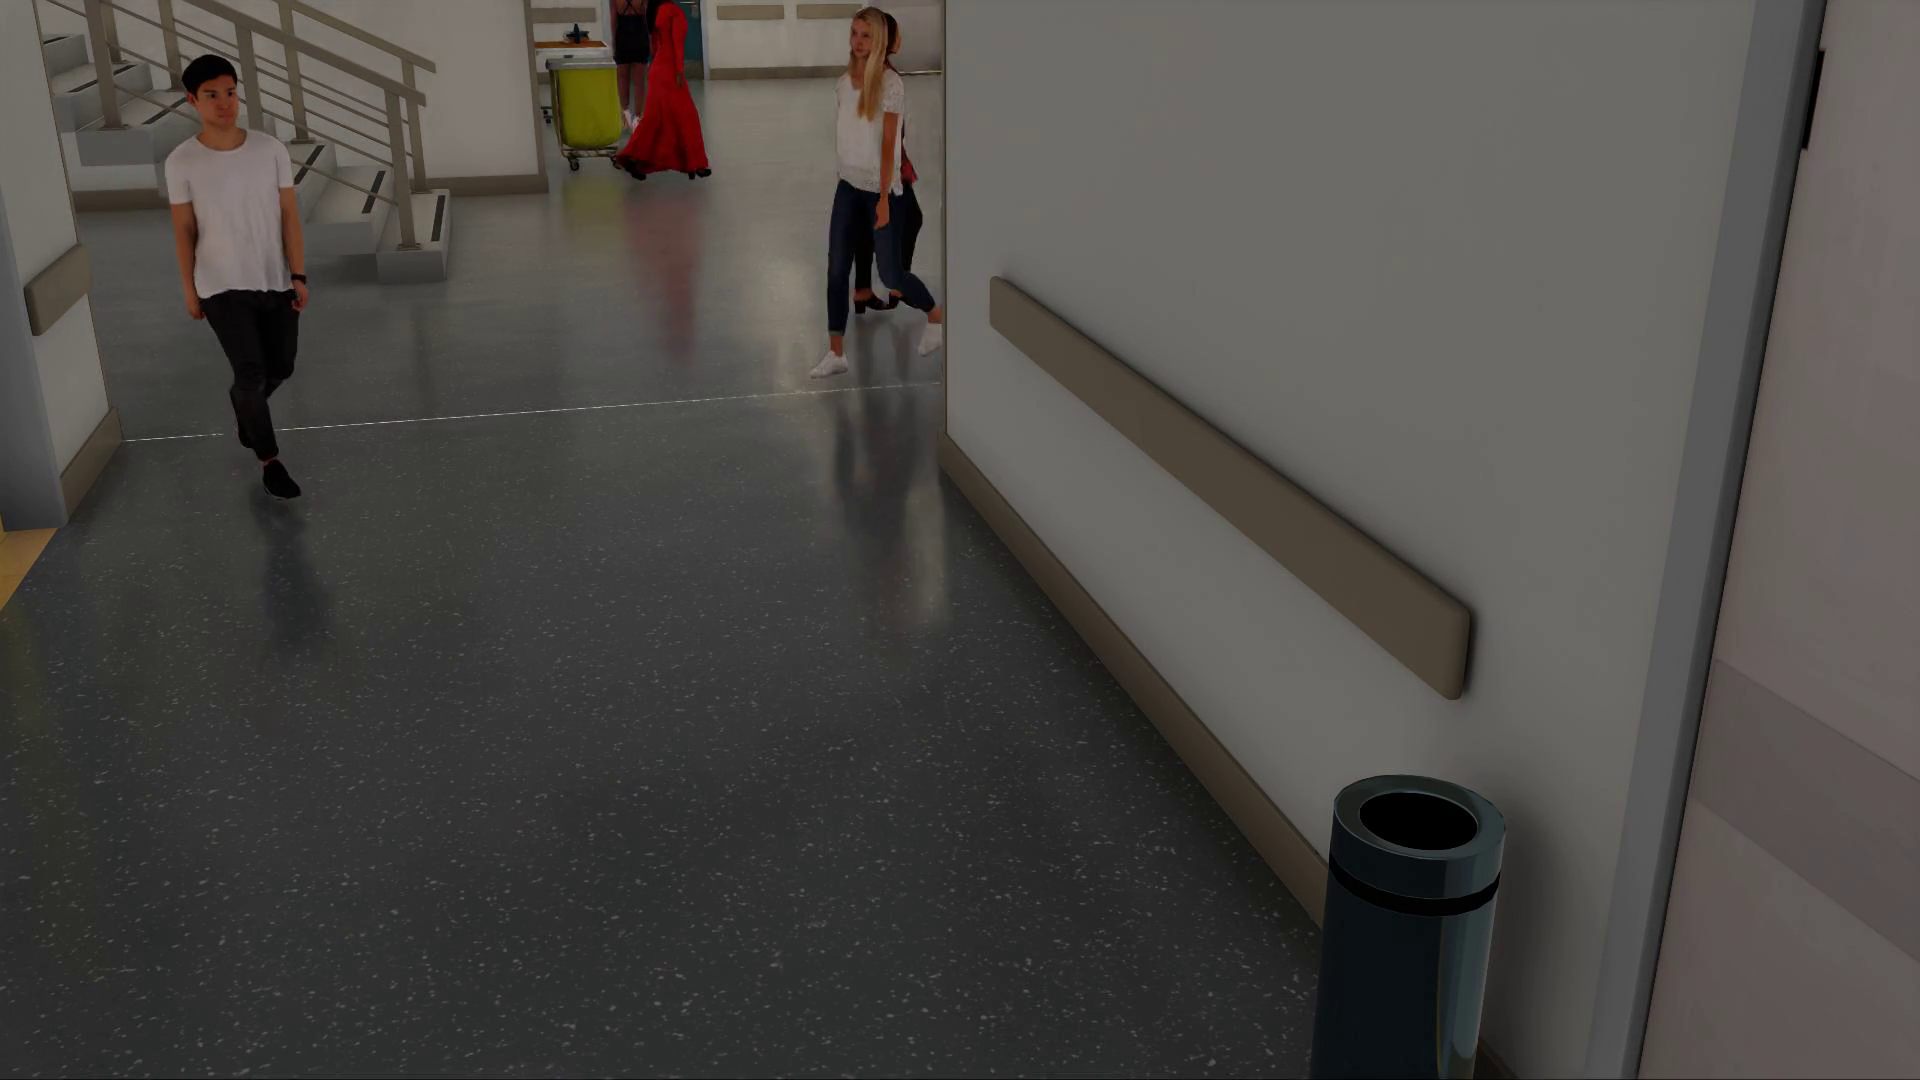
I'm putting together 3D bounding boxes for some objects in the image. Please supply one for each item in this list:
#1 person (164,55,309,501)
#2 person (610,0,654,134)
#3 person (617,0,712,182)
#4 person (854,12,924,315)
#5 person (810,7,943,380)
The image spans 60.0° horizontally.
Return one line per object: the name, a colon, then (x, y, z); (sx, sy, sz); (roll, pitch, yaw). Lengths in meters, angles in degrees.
person: (-2.846, -1.042, 6.606); (1.080, 1.692, 0.949); (-16, 26, -37)
person: (-3.388, -5.077, 17.186); (0.612, 1.775, 0.650); (-3, 21, -7)
person: (-2.554, -3.875, 14.045); (1.013, 1.752, 1.197); (17, 27, 38)
person: (-0.532, -2.119, 9.500); (0.671, 1.688, 0.631); (-6, 22, -16)
person: (-0.367, -1.680, 8.205); (0.981, 1.784, 1.109); (18, 27, 39)
